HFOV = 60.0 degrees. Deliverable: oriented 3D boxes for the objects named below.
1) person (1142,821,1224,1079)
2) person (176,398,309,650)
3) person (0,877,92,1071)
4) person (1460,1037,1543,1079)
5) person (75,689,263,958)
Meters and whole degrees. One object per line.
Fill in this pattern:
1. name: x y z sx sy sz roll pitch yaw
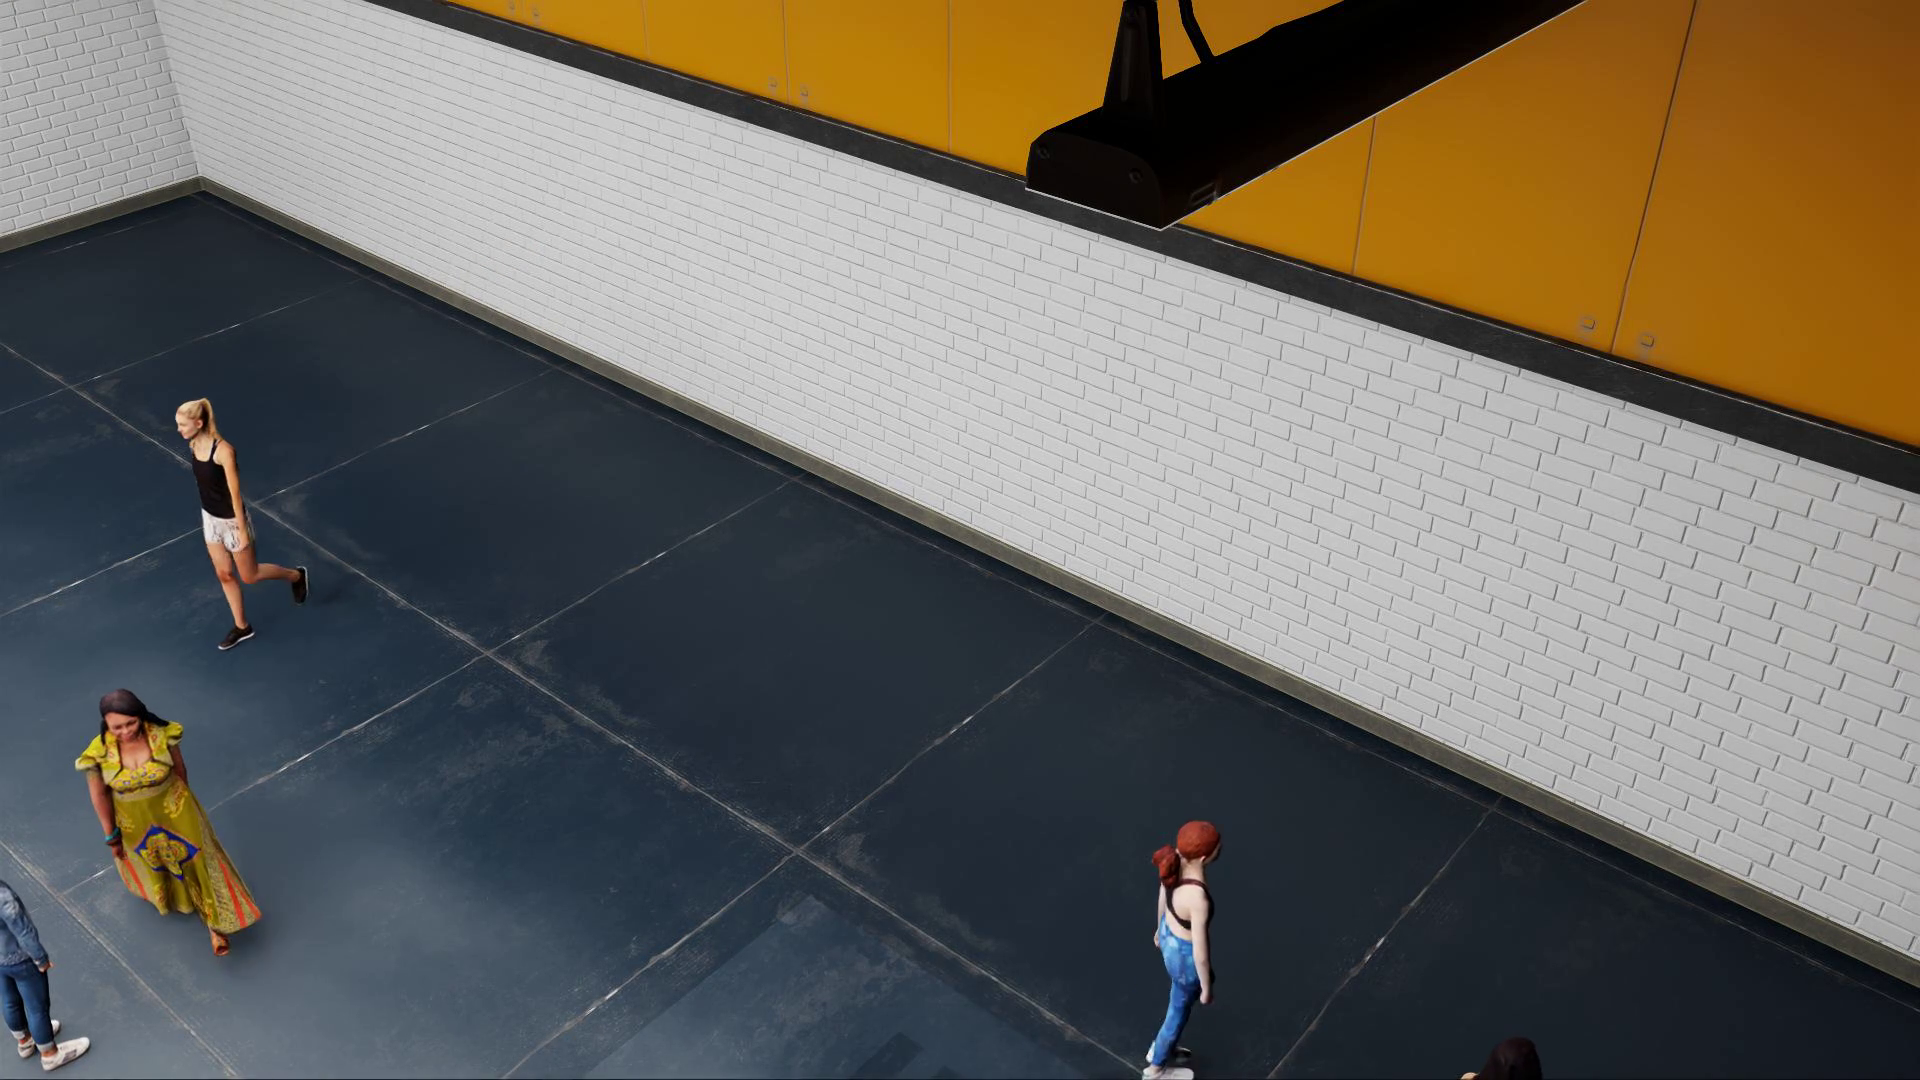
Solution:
1. person: 0.987 2.033 8.002 0.796 1.775 0.738 -8 34 -11
2. person: -4.889 -0.166 11.251 0.710 1.830 1.024 18 38 25
3. person: -4.722 2.043 8.251 0.597 1.473 0.540 16 37 23
4. person: 2.191 2.714 7.003 0.602 1.736 0.632 -21 39 -28
5. person: -4.414 1.443 9.032 1.226 1.617 1.031 -20 39 -27
